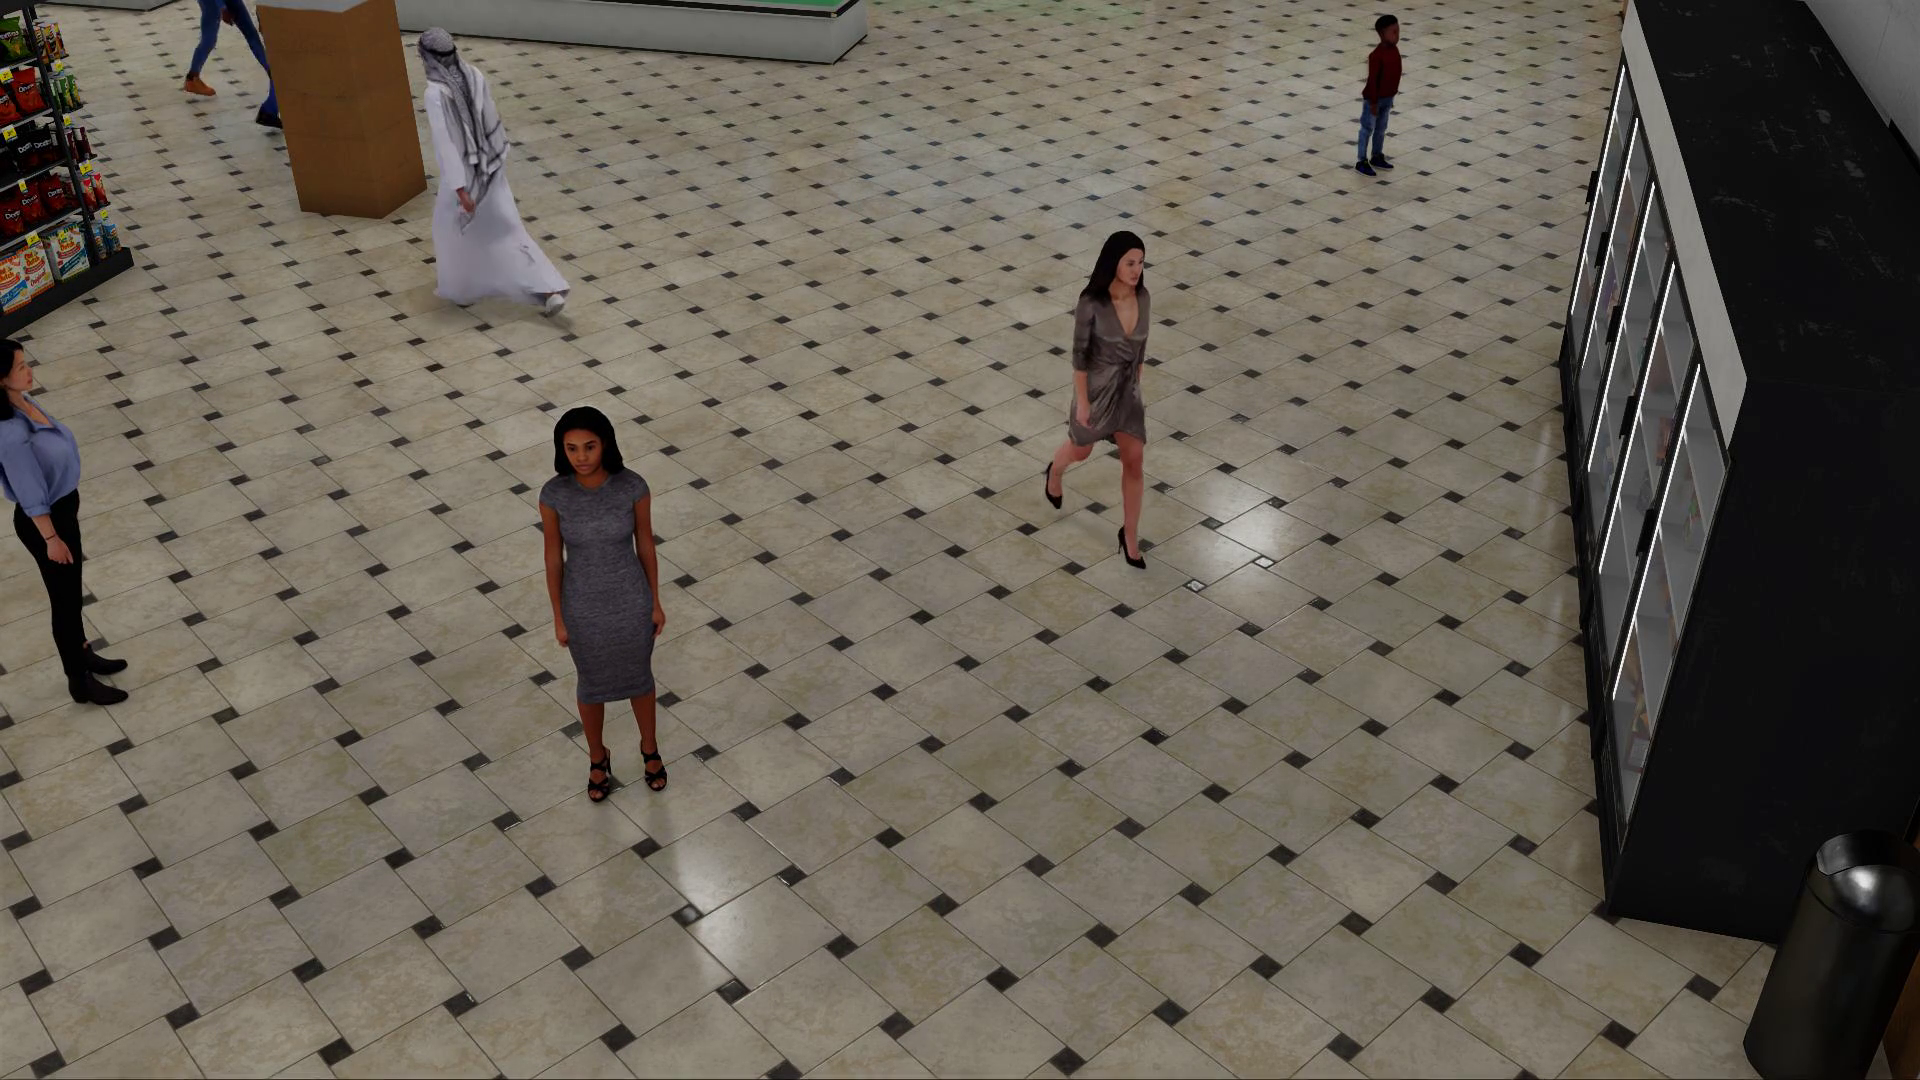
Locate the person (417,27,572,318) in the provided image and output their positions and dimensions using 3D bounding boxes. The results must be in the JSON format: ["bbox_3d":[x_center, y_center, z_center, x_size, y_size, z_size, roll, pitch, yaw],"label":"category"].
[{"bbox_3d":[-3.035,-2.263,10.630,1.418,1.866,1.003,20,37,28],"label":"person"}]

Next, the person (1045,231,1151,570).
[{"bbox_3d":[0.680,-0.729,8.313,1.097,1.709,1.104,-13,34,-20],"label":"person"}]

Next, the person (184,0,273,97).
[{"bbox_3d":[-6.702,-4.747,14.825,1.298,1.651,0.901,-3,32,-4],"label":"person"}]

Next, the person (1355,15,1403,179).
[{"bbox_3d":[3.328,-3.560,13.292,0.589,1.255,0.624,-25,40,-34],"label":"person"}]

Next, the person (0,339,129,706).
[{"bbox_3d":[-3.960,-0.073,7.225,0.759,1.744,0.733,-12,34,-19],"label":"person"}]

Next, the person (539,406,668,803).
[{"bbox_3d":[-1.404,0.277,6.628,0.612,1.781,0.726,-8,33,-12],"label":"person"}]
